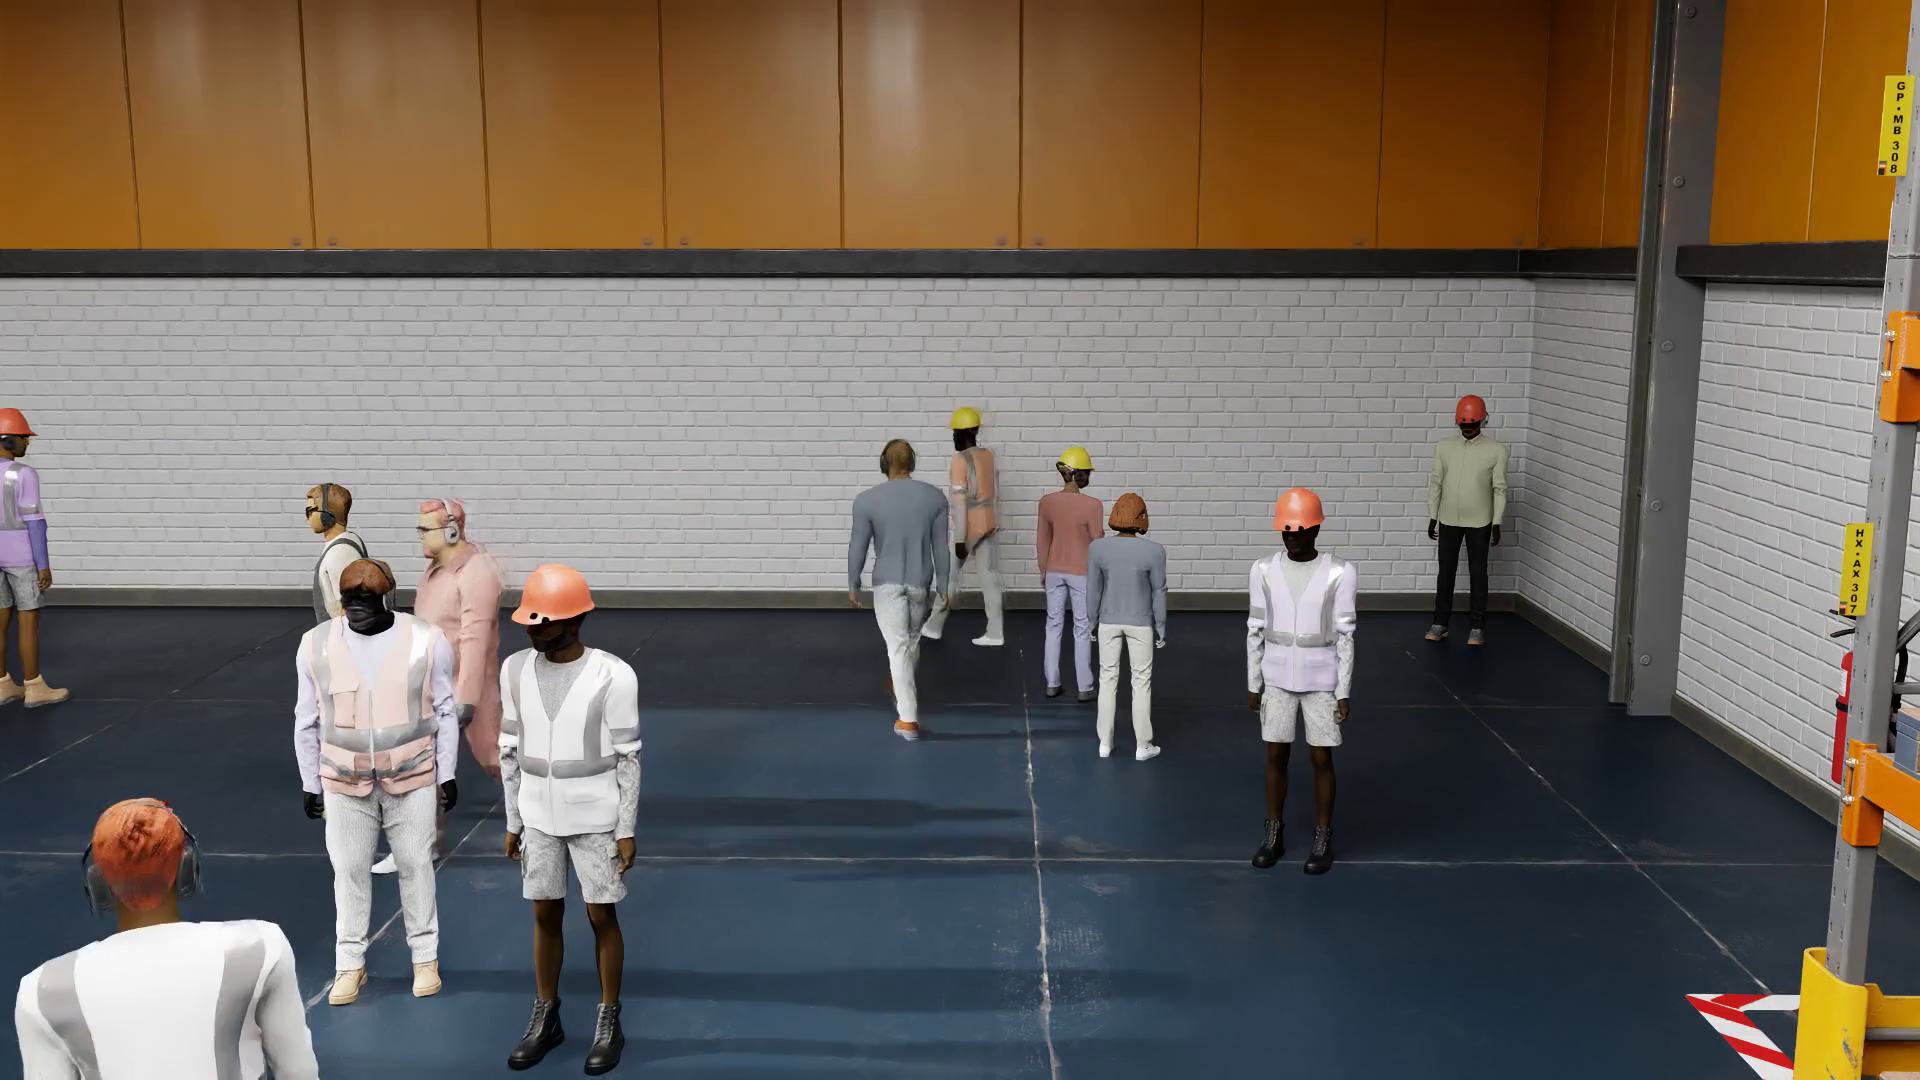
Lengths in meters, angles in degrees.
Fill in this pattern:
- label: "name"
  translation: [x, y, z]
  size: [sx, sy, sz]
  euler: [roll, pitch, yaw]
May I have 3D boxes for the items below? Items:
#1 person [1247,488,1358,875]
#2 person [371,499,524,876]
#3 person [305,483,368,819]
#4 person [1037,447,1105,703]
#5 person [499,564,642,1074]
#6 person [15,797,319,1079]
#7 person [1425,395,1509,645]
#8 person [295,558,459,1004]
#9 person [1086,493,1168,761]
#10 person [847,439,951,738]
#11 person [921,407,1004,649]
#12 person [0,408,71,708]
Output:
- label: "person"
  translation: [1.675, 0.696, 8.239]
  size: [0.541, 1.932, 0.383]
  euler: [4, 10, 24]
- label: "person"
  translation: [-2.482, 0.711, 8.355]
  size: [0.648, 1.869, 0.955]
  euler: [9, 13, 44]
- label: "person"
  translation: [-3.349, 0.602, 9.055]
  size: [0.325, 1.843, 0.516]
  euler: [-2, 10, -12]
- label: "person"
  translation: [0.776, 0.238, 11.483]
  size: [0.525, 1.765, 0.329]
  euler: [7, 12, 35]
- label: "person"
  translation: [-1.457, 1.035, 6.194]
  size: [0.547, 1.934, 0.375]
  euler: [2, 10, 11]
- label: "person"
  translation: [-1.775, 1.491, 3.795]
  size: [0.591, 1.837, 0.999]
  euler: [-3, 10, -18]
- label: "person"
  translation: [4.009, -0.163, 13.205]
  size: [0.608, 1.989, 0.387]
  euler: [6, 11, 30]
- label: "person"
  translation: [-2.379, 0.978, 6.812]
  size: [0.636, 1.840, 0.429]
  euler: [-2, 10, -13]
- label: "person"
  translation: [1.015, 0.526, 10.137]
  size: [0.505, 1.632, 0.269]
  euler: [4, 10, 20]
- label: "person"
  translation: [-0.413, 0.282, 10.868]
  size: [0.652, 1.878, 1.030]
  euler: [-3, 10, -19]
- label: "person"
  translation: [-0.003, -0.104, 13.127]
  size: [0.910, 1.884, 0.619]
  euler: [6, 11, 33]
- label: "person"
  translation: [-6.444, 0.121, 11.348]
  size: [0.611, 2.040, 0.393]
  euler: [3, 10, 19]
